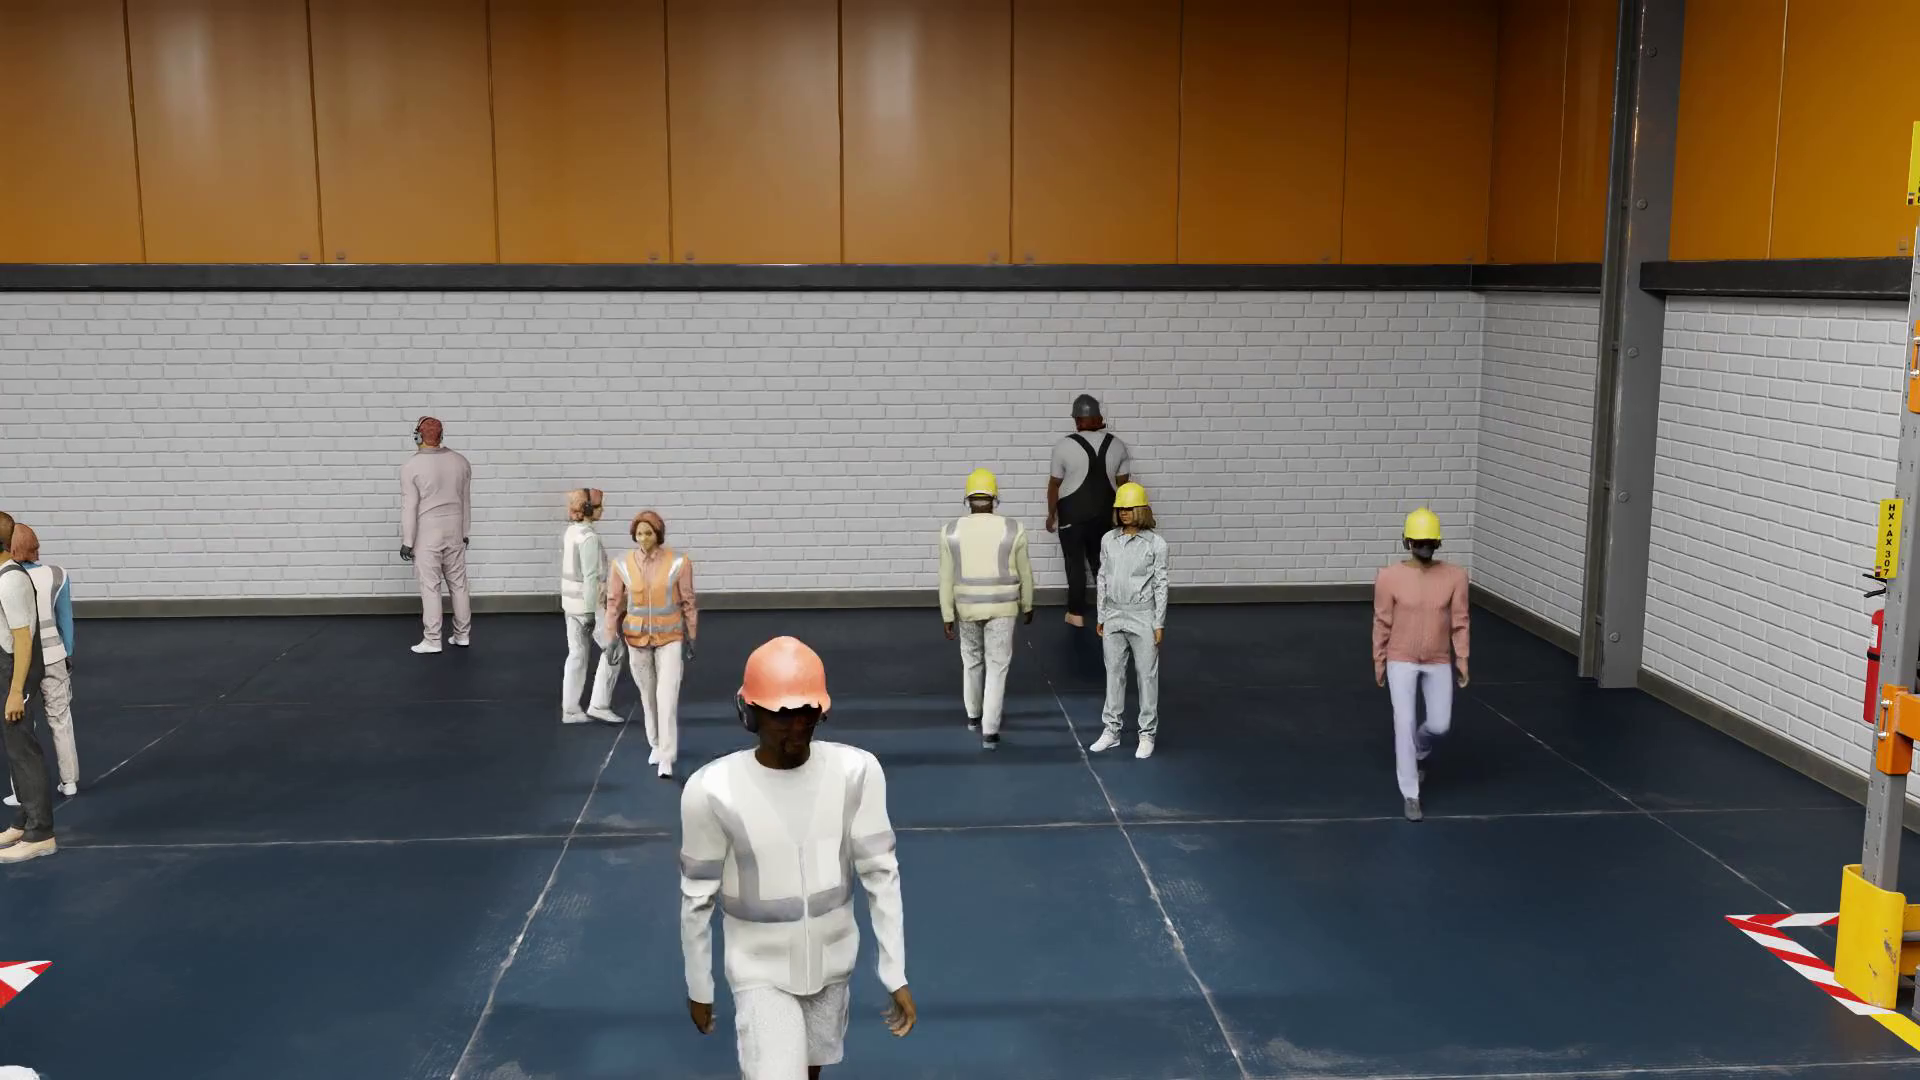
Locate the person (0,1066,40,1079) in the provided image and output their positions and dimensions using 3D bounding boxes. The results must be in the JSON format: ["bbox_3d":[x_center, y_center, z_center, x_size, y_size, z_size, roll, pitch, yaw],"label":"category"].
[{"bbox_3d":[-1.988,1.620,3.245,1.000,1.822,0.529,9,13,44],"label":"person"}]

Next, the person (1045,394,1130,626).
[{"bbox_3d":[1.072,-0.267,14.394,0.690,2.000,0.539,-3,10,-20],"label":"person"}]

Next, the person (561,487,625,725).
[{"bbox_3d":[-2.463,0.454,11.173,0.519,1.619,0.550,-5,10,-28],"label":"person"}]

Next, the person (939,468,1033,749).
[{"bbox_3d":[0.172,0.426,10.820,0.591,1.798,0.804,2,9,12],"label":"person"}]

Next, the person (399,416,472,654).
[{"bbox_3d":[-4.232,-0.039,13.382,0.400,1.910,0.643,7,11,38],"label":"person"}]

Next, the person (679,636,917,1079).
[{"bbox_3d":[-0.450,1.282,4.832,0.614,1.993,0.999,-4,10,-24],"label":"person"}]

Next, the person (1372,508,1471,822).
[{"bbox_3d":[2.596,0.667,9.424,0.536,1.749,0.629,1,9,5],"label":"person"}]

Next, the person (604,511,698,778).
[{"bbox_3d":[-1.877,0.637,10.049,0.546,1.598,0.801,0,9,0],"label":"person"}]

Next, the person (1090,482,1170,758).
[{"bbox_3d":[1.072,0.502,10.495,0.484,1.744,0.294,5,11,31],"label":"person"}]

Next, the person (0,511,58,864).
[{"bbox_3d":[-4.943,0.746,8.644,0.330,1.843,0.520,-7,11,-36],"label":"person"}]

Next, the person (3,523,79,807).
[{"bbox_3d":[-5.314,0.711,9.509,0.308,1.641,0.510,7,11,37],"label":"person"}]
